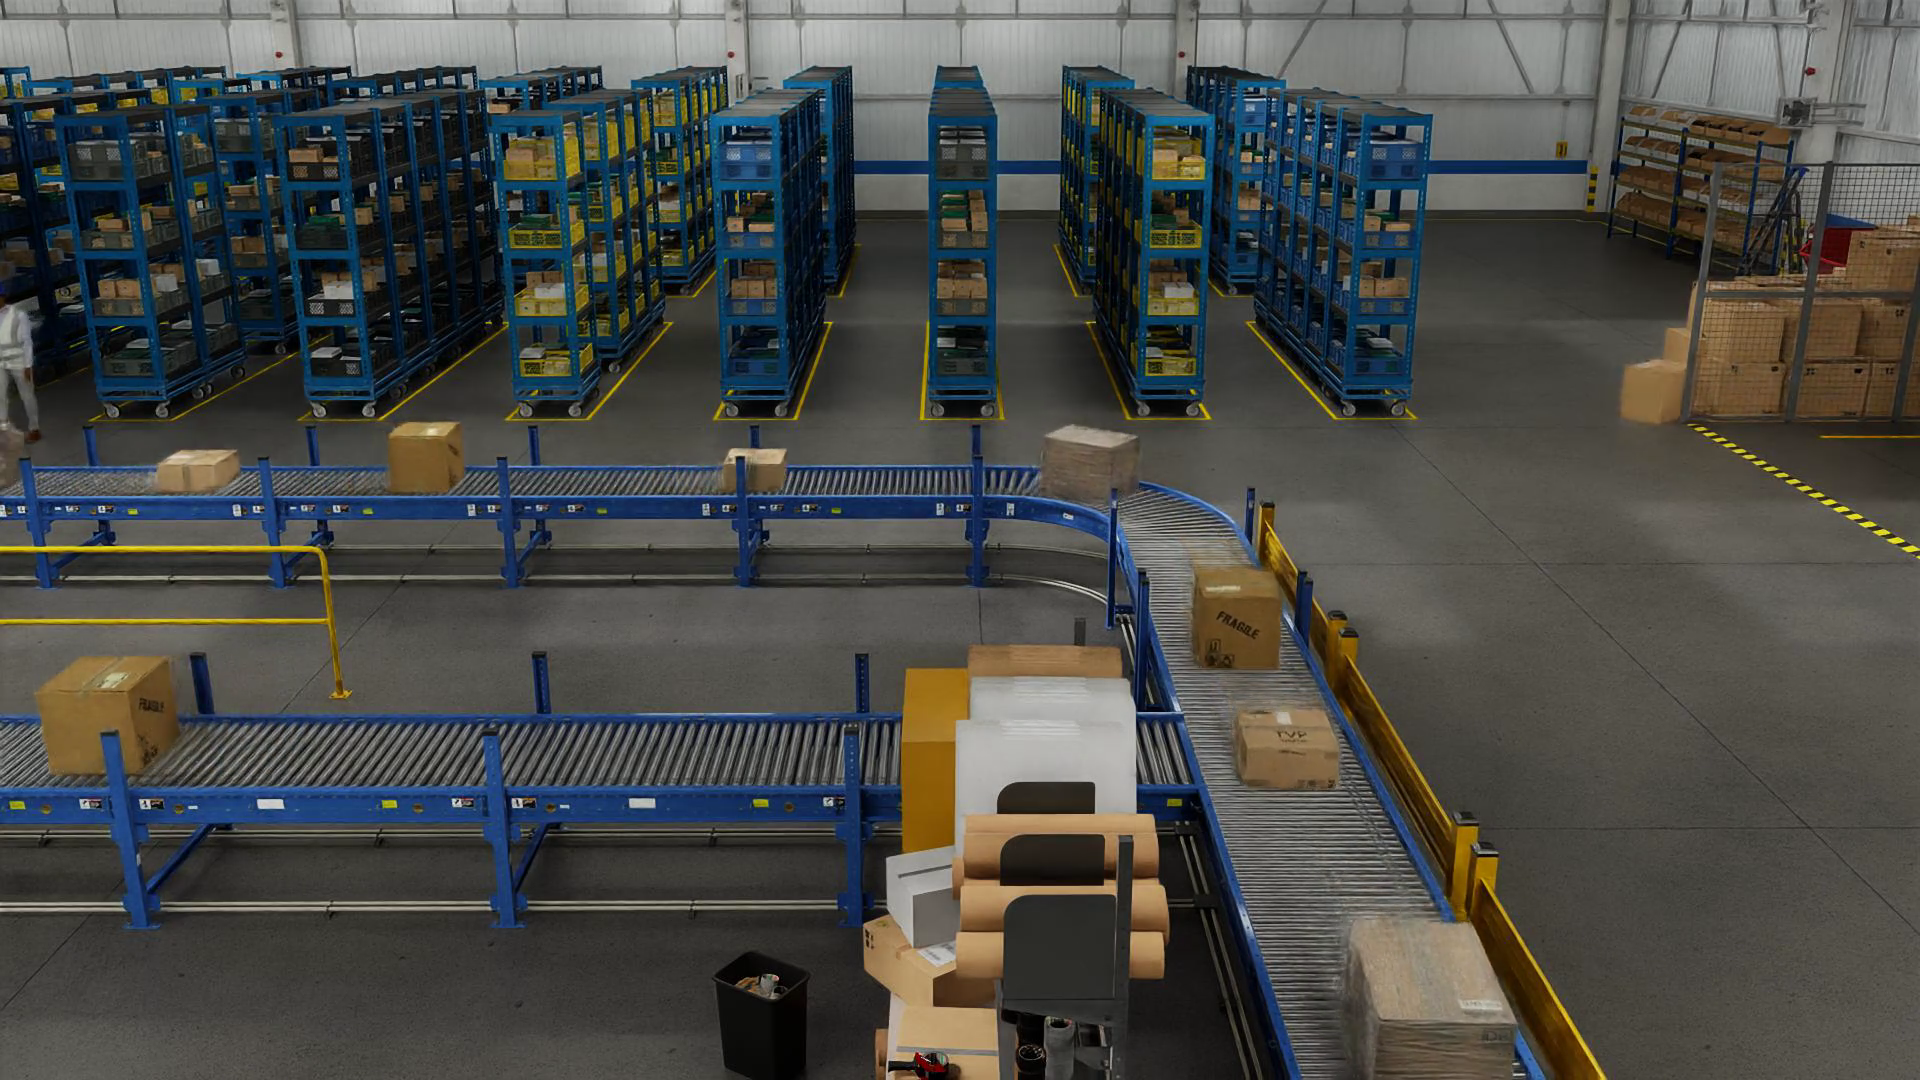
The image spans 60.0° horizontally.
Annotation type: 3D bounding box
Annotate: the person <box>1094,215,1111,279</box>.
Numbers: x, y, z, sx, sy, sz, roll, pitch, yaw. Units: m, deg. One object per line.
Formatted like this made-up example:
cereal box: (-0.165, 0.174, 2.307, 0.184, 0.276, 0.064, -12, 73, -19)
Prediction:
person: (2.359, -4.500, 26.524, 0.560, 1.839, 0.385, 15, 23, 39)

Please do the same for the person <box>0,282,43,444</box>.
person: (-10.631, -1.927, 18.487, 0.615, 1.897, 0.988, -2, 18, -7)
